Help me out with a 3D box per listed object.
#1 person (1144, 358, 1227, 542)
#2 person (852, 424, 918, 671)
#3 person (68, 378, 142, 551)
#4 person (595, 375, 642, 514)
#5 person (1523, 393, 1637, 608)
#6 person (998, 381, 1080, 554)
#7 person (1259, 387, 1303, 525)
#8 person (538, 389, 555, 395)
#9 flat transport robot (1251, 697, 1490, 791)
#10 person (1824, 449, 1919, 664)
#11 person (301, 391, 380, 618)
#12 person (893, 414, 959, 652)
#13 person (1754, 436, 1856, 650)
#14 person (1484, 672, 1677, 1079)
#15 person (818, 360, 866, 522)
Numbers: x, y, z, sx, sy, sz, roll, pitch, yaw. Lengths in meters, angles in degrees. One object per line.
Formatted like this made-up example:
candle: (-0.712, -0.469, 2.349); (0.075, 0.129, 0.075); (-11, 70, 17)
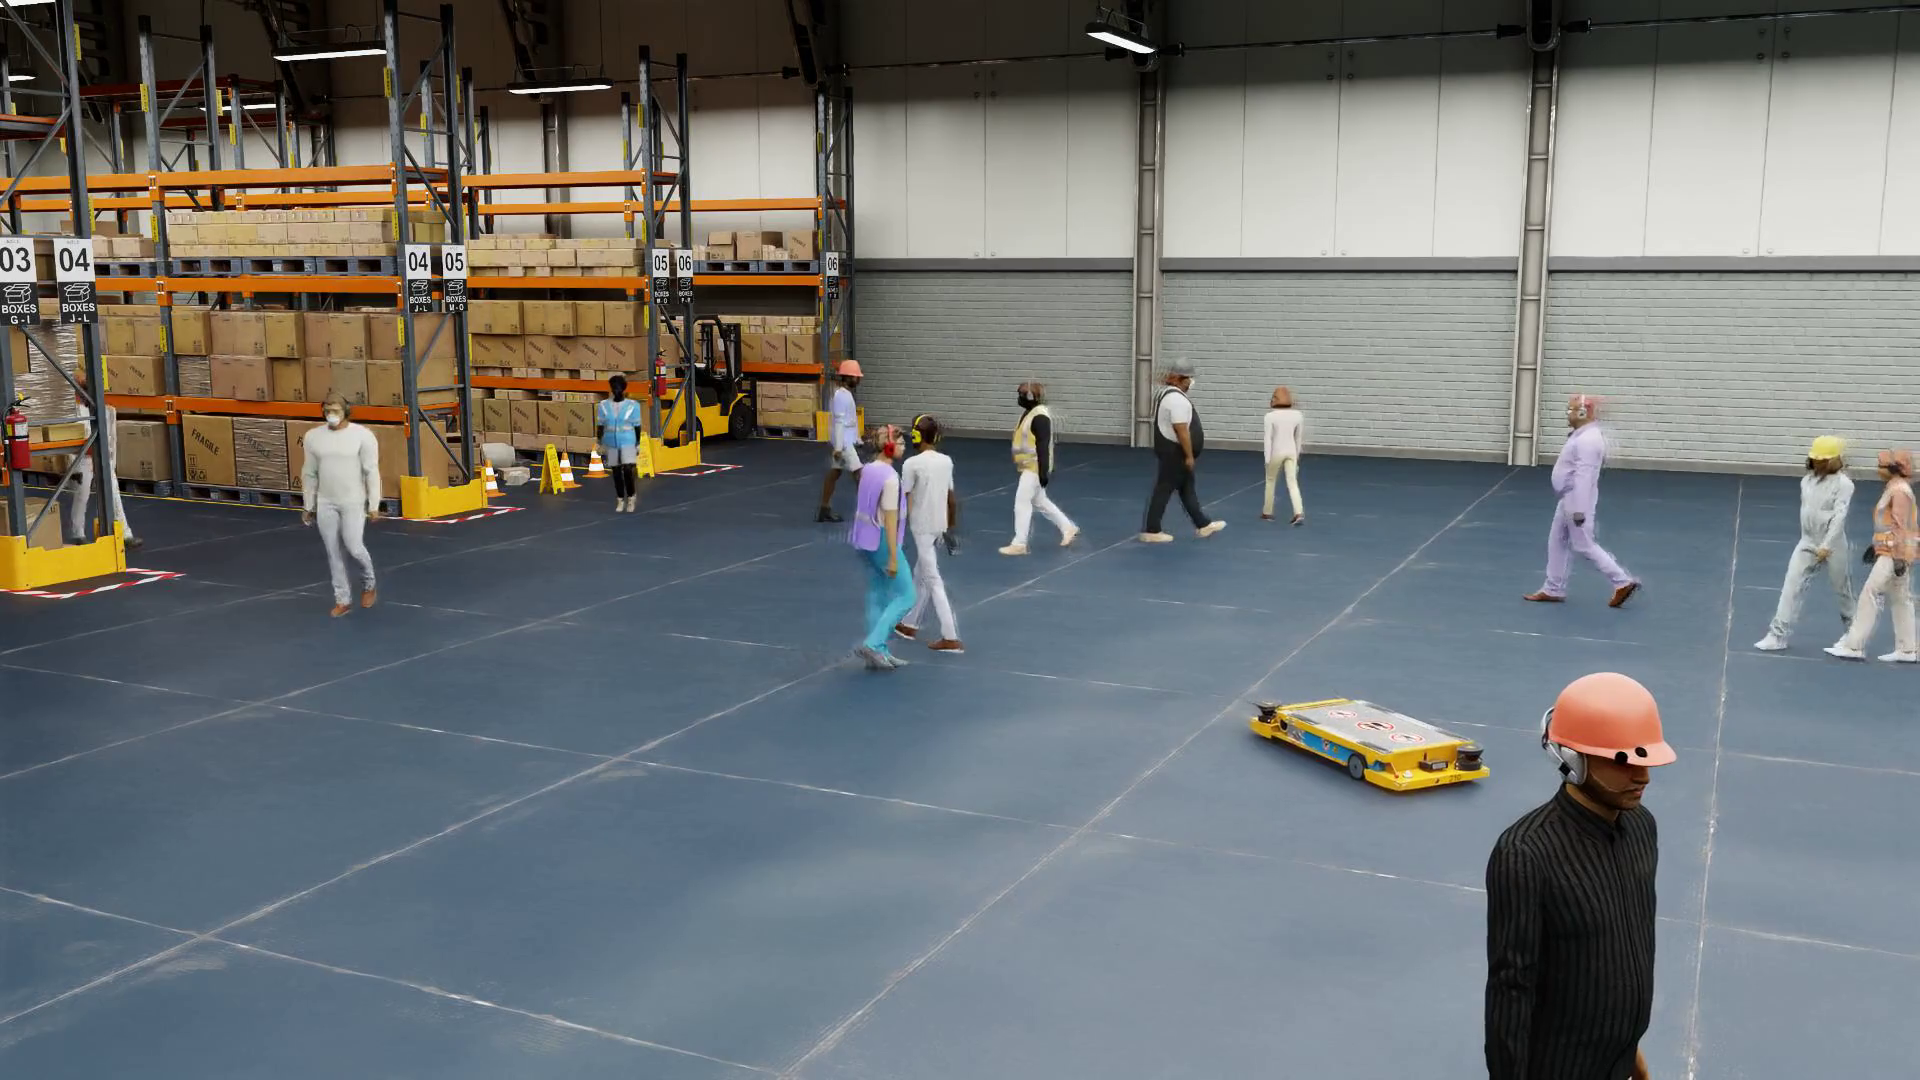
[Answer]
person: (2.445, -0.986, 17.959); (0.983, 2.000, 0.712); (0, 9, 0)
person: (-0.549, 0.065, 12.173); (0.442, 1.831, 0.561); (-4, 10, -24)
person: (-9.043, -0.785, 17.390); (1.000, 1.822, 0.597); (6, 11, 31)
person: (-4.116, -1.139, 20.015); (0.542, 1.681, 0.554); (1, 9, 7)
person: (5.461, -0.343, 14.521); (0.857, 1.881, 0.651); (3, 10, 16)
person: (0.846, -0.755, 17.278); (0.853, 1.806, 0.644); (-2, 9, -9)
person: (3.744, -0.974, 19.252); (0.507, 1.600, 0.837); (-2, 10, -15)
person: (-6.880, -2.482, 27.357); (0.362, 1.963, 0.613); (6, 11, 32)
flat transport robot: (2.438, 1.193, 10.012); (0.652, 0.197, 1.431); (-4, 10, -25)
person: (6.879, 0.119, 12.476); (0.684, 1.615, 0.533); (5, 10, 28)
person: (-5.255, -0.302, 14.117); (0.638, 1.922, 0.446); (1, 9, 5)
person: (-0.335, -0.060, 12.955); (0.926, 1.827, 0.520); (7, 12, 38)
person: (6.660, 0.030, 12.835); (0.897, 1.690, 0.484); (-4, 10, -24)
person: (1.527, 1.294, 4.118); (0.623, 1.992, 0.396); (-7, 12, -37)
person: (-1.221, -1.135, 19.297); (0.952, 1.889, 0.562); (-1, 9, -4)
